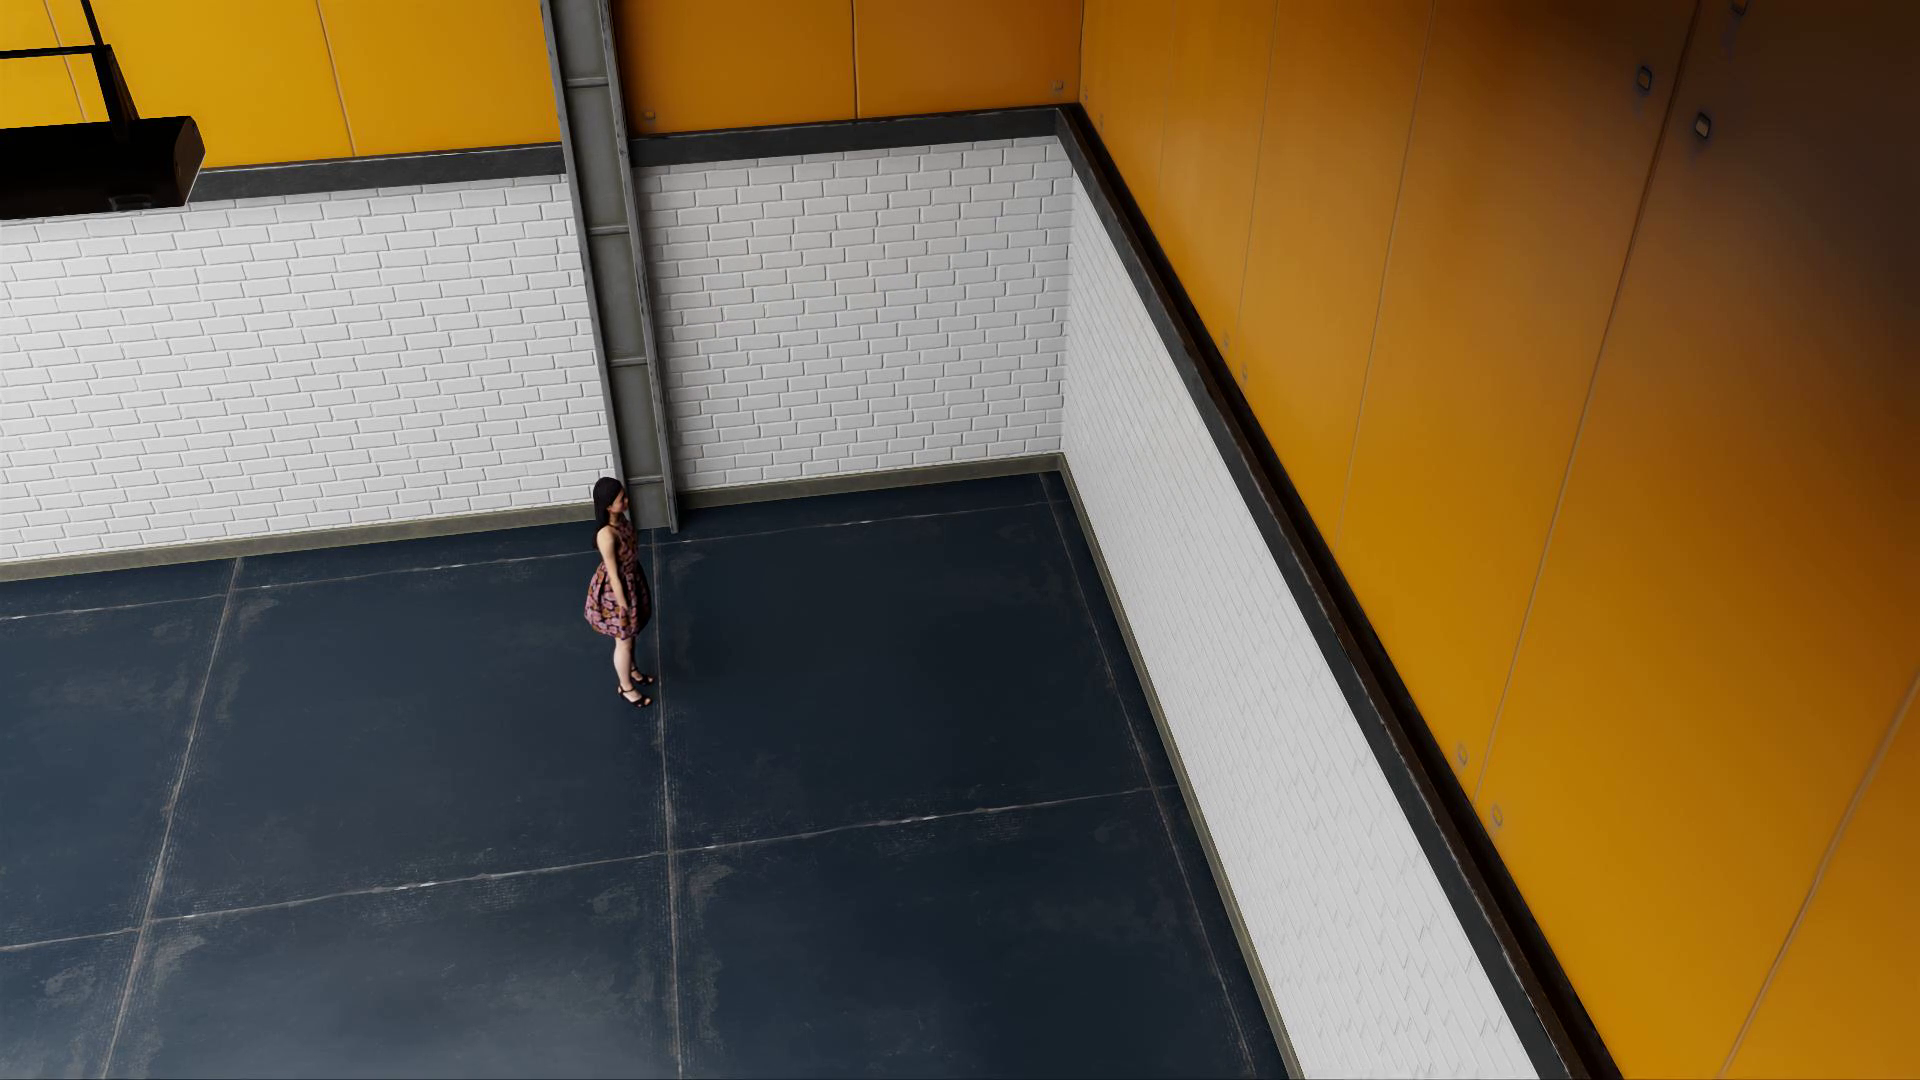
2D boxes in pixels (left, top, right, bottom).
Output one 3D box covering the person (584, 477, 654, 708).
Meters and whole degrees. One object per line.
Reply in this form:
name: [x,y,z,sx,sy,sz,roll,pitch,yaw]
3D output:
person: [-2.128,0.330,10.508,0.684,1.773,0.684,-3,39,-3]
